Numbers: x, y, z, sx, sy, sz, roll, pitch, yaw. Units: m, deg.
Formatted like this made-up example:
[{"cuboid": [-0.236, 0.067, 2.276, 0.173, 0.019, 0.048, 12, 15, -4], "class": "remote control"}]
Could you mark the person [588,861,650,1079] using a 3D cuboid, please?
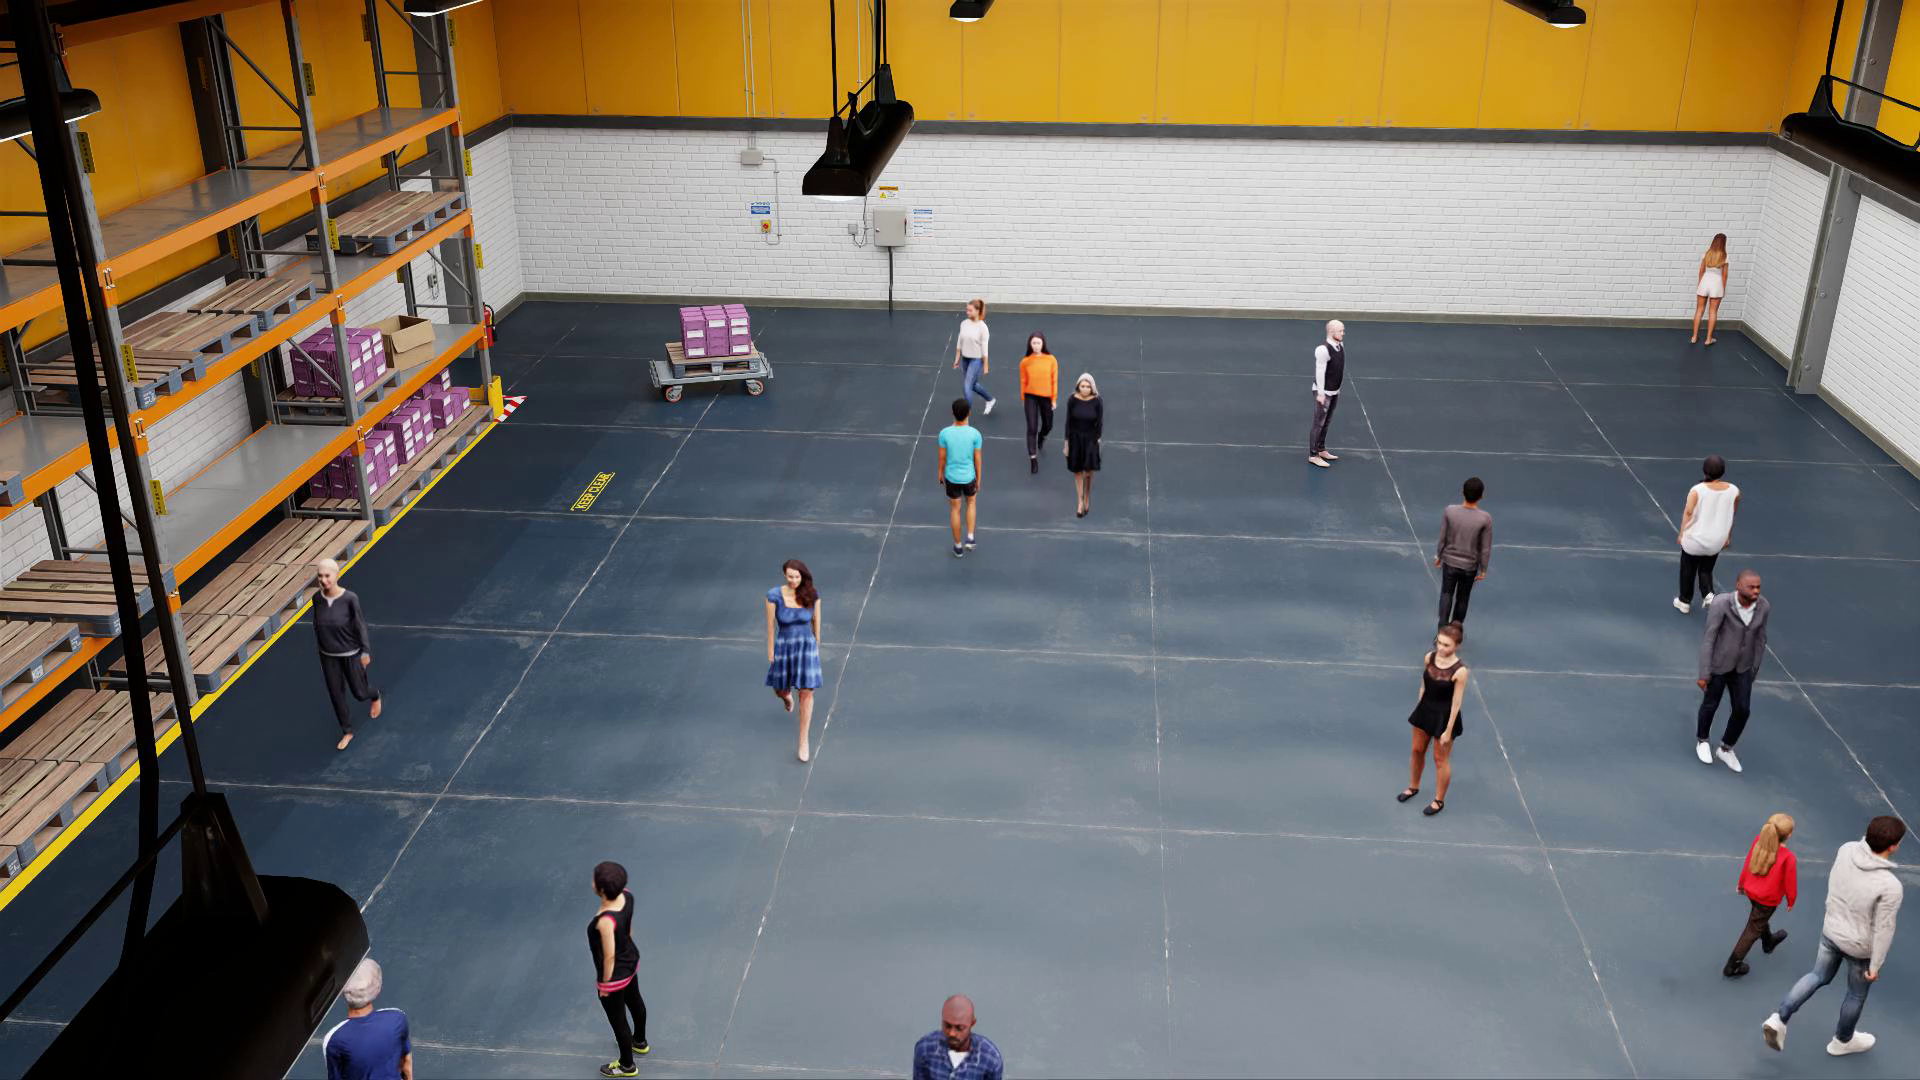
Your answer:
[{"cuboid": [-2.169, 2.699, 10.562, 0.627, 1.552, 0.483, 6, 24, 13], "class": "person"}]

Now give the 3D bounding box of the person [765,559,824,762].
[{"cuboid": [-1.425, 0.973, 14.214, 0.801, 1.790, 1.048, -4, 24, -8], "class": "person"}]

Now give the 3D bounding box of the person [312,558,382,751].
[{"cuboid": [-5.327, 0.930, 14.410, 0.606, 1.711, 0.832, 2, 24, 5], "class": "person"}]

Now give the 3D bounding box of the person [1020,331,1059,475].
[{"cuboid": [0.974, -1.733, 20.480, 0.692, 1.729, 1.047, 0, 24, 0], "class": "person"}]

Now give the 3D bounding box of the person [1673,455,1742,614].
[{"cuboid": [7.453, -0.025, 16.636, 0.690, 1.677, 0.688, -1, 24, -3], "class": "person"}]

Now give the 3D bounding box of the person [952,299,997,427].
[{"cuboid": [0.228, -2.349, 21.935, 1.165, 1.692, 1.073, -20, 30, -38], "class": "person"}]

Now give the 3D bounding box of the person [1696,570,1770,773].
[{"cuboid": [6.447, 1.037, 14.053, 0.736, 1.802, 0.673, 1, 24, 3], "class": "person"}]

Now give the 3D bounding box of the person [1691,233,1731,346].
[{"cuboid": [11.435, -3.835, 25.331, 0.669, 1.696, 0.709, 18, 29, 35], "class": "person"}]

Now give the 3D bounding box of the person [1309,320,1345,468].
[{"cuboid": [4.545, -1.839, 20.600, 0.842, 1.826, 0.718, 15, 28, 31], "class": "person"}]

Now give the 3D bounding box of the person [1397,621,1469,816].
[{"cuboid": [3.871, 1.410, 13.360, 0.752, 1.673, 0.676, -14, 27, -29], "class": "person"}]

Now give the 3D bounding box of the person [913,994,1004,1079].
[{"cuboid": [-0.033, 3.191, 9.143, 0.825, 1.786, 1.237, 7, 25, 16], "class": "person"}]

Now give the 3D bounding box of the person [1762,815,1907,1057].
[{"cuboid": [5.578, 2.544, 10.564, 1.031, 1.834, 1.138, -8, 25, -18], "class": "person"}]

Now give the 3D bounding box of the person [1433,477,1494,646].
[{"cuboid": [4.757, 0.261, 15.887, 0.828, 1.755, 0.939, 8, 25, 18], "class": "person"}]

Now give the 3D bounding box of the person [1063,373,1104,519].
[{"cuboid": [1.406, -1.105, 19.037, 0.609, 1.734, 0.678, 4, 24, 8], "class": "person"}]

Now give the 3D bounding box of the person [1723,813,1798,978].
[{"cuboid": [5.497, 2.466, 11.463, 0.825, 1.256, 0.886, -10, 26, -22], "class": "person"}]

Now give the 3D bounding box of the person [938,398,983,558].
[{"cuboid": [0.005, -0.632, 17.922, 0.653, 1.761, 0.628, -1, 24, -2], "class": "person"}]

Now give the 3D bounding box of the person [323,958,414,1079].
[{"cuboid": [-3.206, 3.202, 9.117, 0.916, 1.787, 0.854, 22, 32, 40], "class": "person"}]
